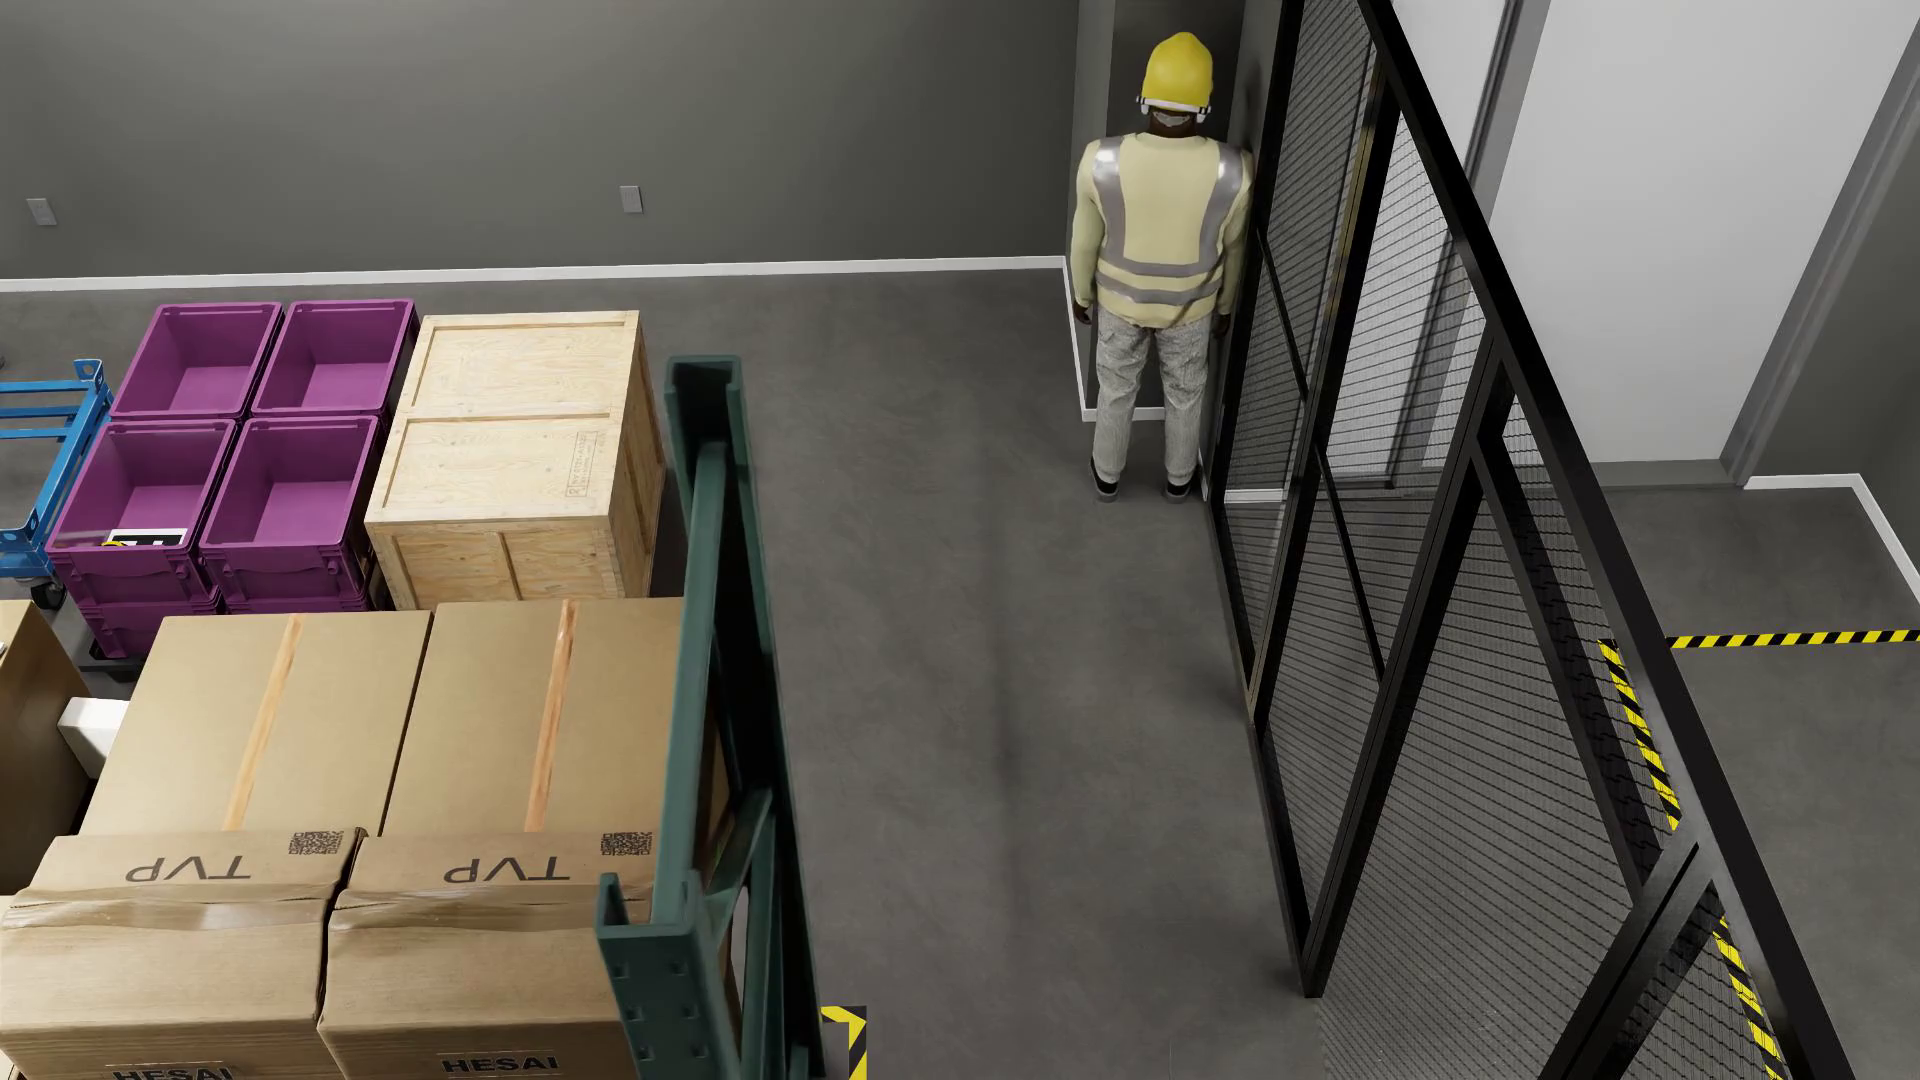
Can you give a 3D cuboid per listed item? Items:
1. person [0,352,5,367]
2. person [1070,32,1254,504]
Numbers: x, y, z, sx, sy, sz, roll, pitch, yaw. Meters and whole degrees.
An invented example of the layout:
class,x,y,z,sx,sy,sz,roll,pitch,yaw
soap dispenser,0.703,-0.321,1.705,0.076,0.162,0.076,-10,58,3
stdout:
class,x,y,z,sx,sy,sz,roll,pitch,yaw
person,-4.036,-1.277,5.976,0.376,1.940,0.627,-2,46,-2
person,0.666,-0.860,5.649,0.591,1.833,0.404,5,47,5
